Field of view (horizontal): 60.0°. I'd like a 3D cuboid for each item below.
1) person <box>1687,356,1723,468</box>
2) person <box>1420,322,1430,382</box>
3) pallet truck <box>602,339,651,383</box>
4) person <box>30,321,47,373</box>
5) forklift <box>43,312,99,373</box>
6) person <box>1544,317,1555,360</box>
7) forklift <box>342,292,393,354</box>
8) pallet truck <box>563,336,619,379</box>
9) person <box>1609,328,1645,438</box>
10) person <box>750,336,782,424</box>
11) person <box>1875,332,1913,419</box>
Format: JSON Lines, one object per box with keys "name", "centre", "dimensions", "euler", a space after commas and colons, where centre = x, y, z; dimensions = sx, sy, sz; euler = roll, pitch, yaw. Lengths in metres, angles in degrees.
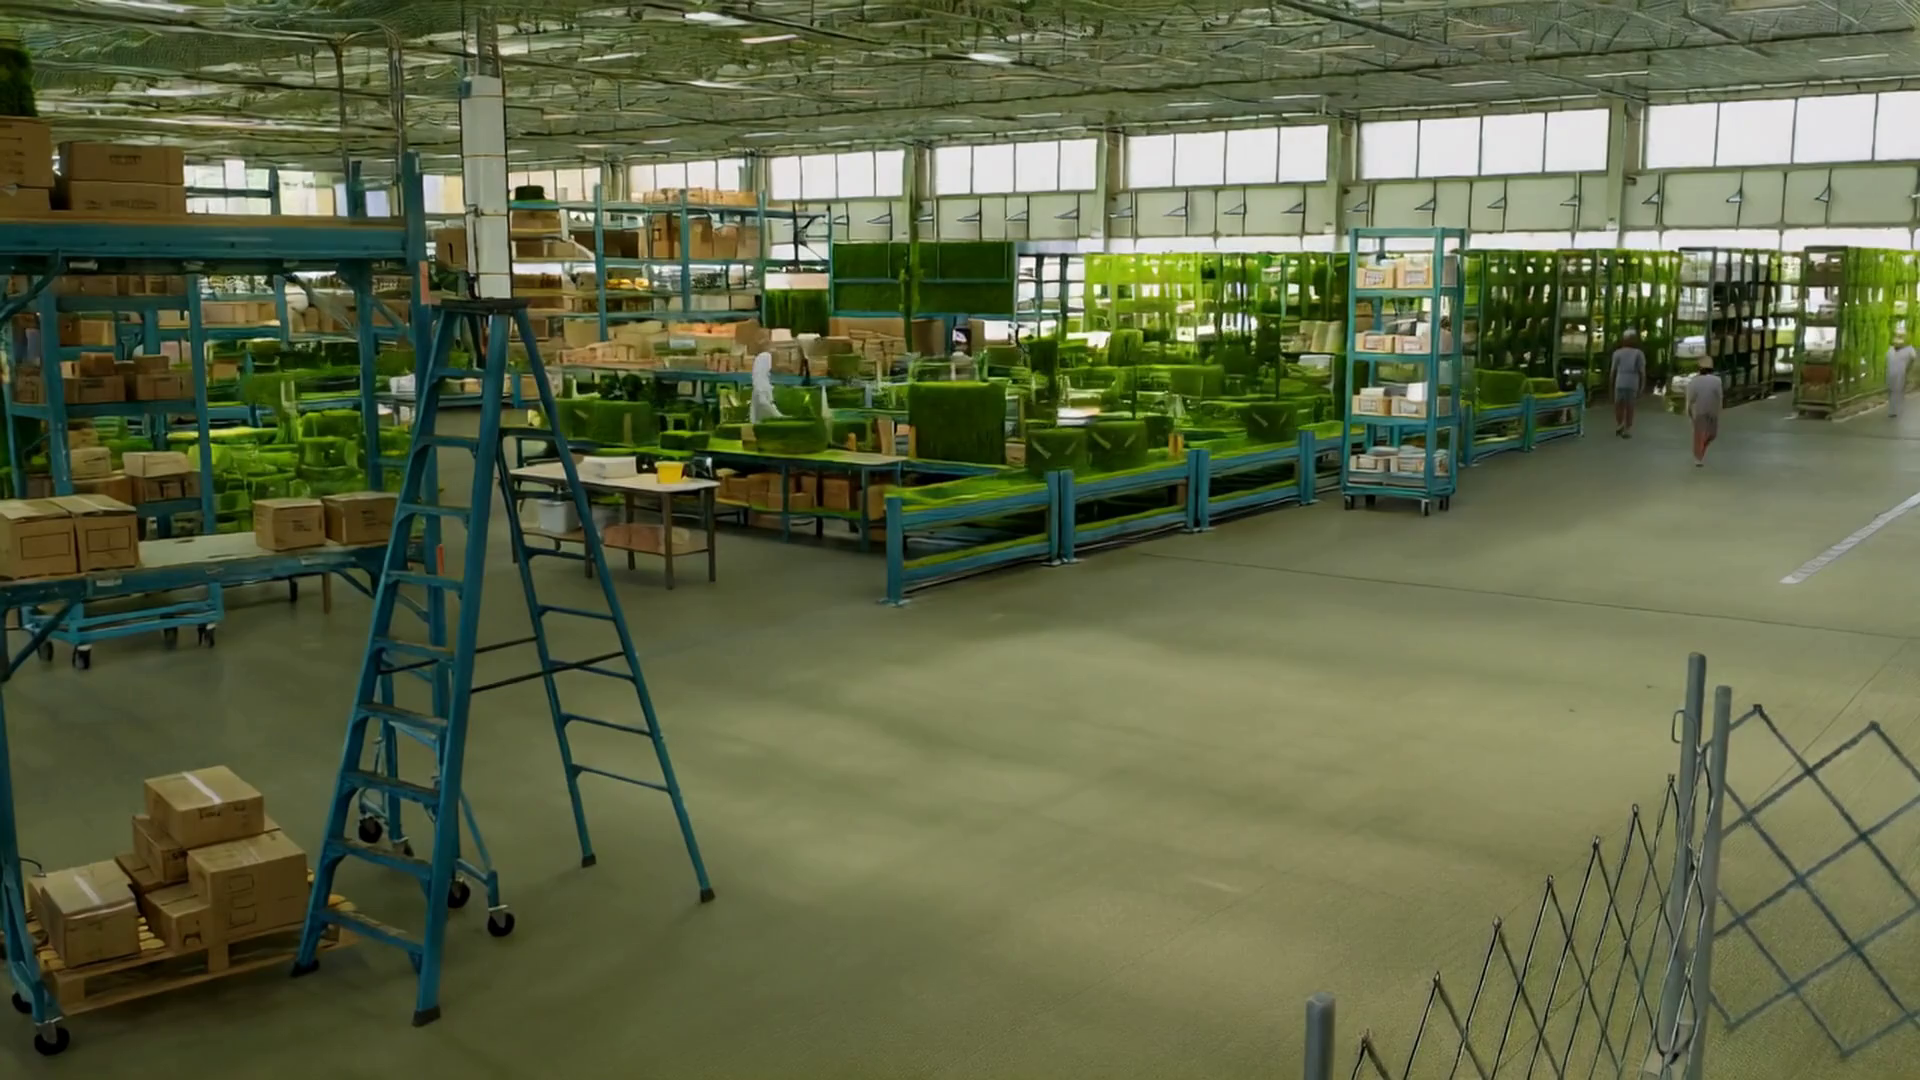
{"name": "person", "centre": [11.683, -2.018, 26.137], "dimensions": [0.536, 1.748, 0.488], "euler": [1, 9, 7]}
{"name": "person", "centre": [11.632, -4.536, 41.635], "dimensions": [0.403, 1.822, 0.588], "euler": [4, 10, 25]}
{"name": "pallet truck", "centre": [-8.991, -4.871, 45.351], "dimensions": [0.653, 1.274, 1.630], "euler": [7, 11, 37]}
{"name": "person", "centre": [-23.533, -4.690, 42.565], "dimensions": [1.003, 1.844, 0.654], "euler": [1, 9, 5]}
{"name": "forklift", "centre": [-23.779, -5.451, 44.052], "dimensions": [1.873, 2.768, 1.129], "euler": [7, 11, 36]}
{"name": "person", "centre": [17.280, -5.761, 48.817], "dimensions": [0.473, 1.972, 0.651], "euler": [3, 10, 19]}
{"name": "forklift", "centre": [-16.485, -5.622, 45.120], "dimensions": [1.129, 2.768, 1.873], "euler": [7, 11, 37]}
{"name": "pallet truck", "centre": [-10.690, -5.294, 48.215], "dimensions": [1.601, 1.201, 0.680], "euler": [-5, 10, -26]}
{"name": "person", "centre": [12.350, -2.901, 30.811], "dimensions": [0.646, 2.016, 0.523], "euler": [1, 9, 9]}
{"name": "person", "centre": [-3.625, -2.855, 30.986], "dimensions": [0.866, 1.883, 0.645], "euler": [2, 9, 11]}
{"name": "person", "centre": [19.473, -3.426, 34.743], "dimensions": [0.922, 1.799, 0.599], "euler": [-6, 11, -34]}
